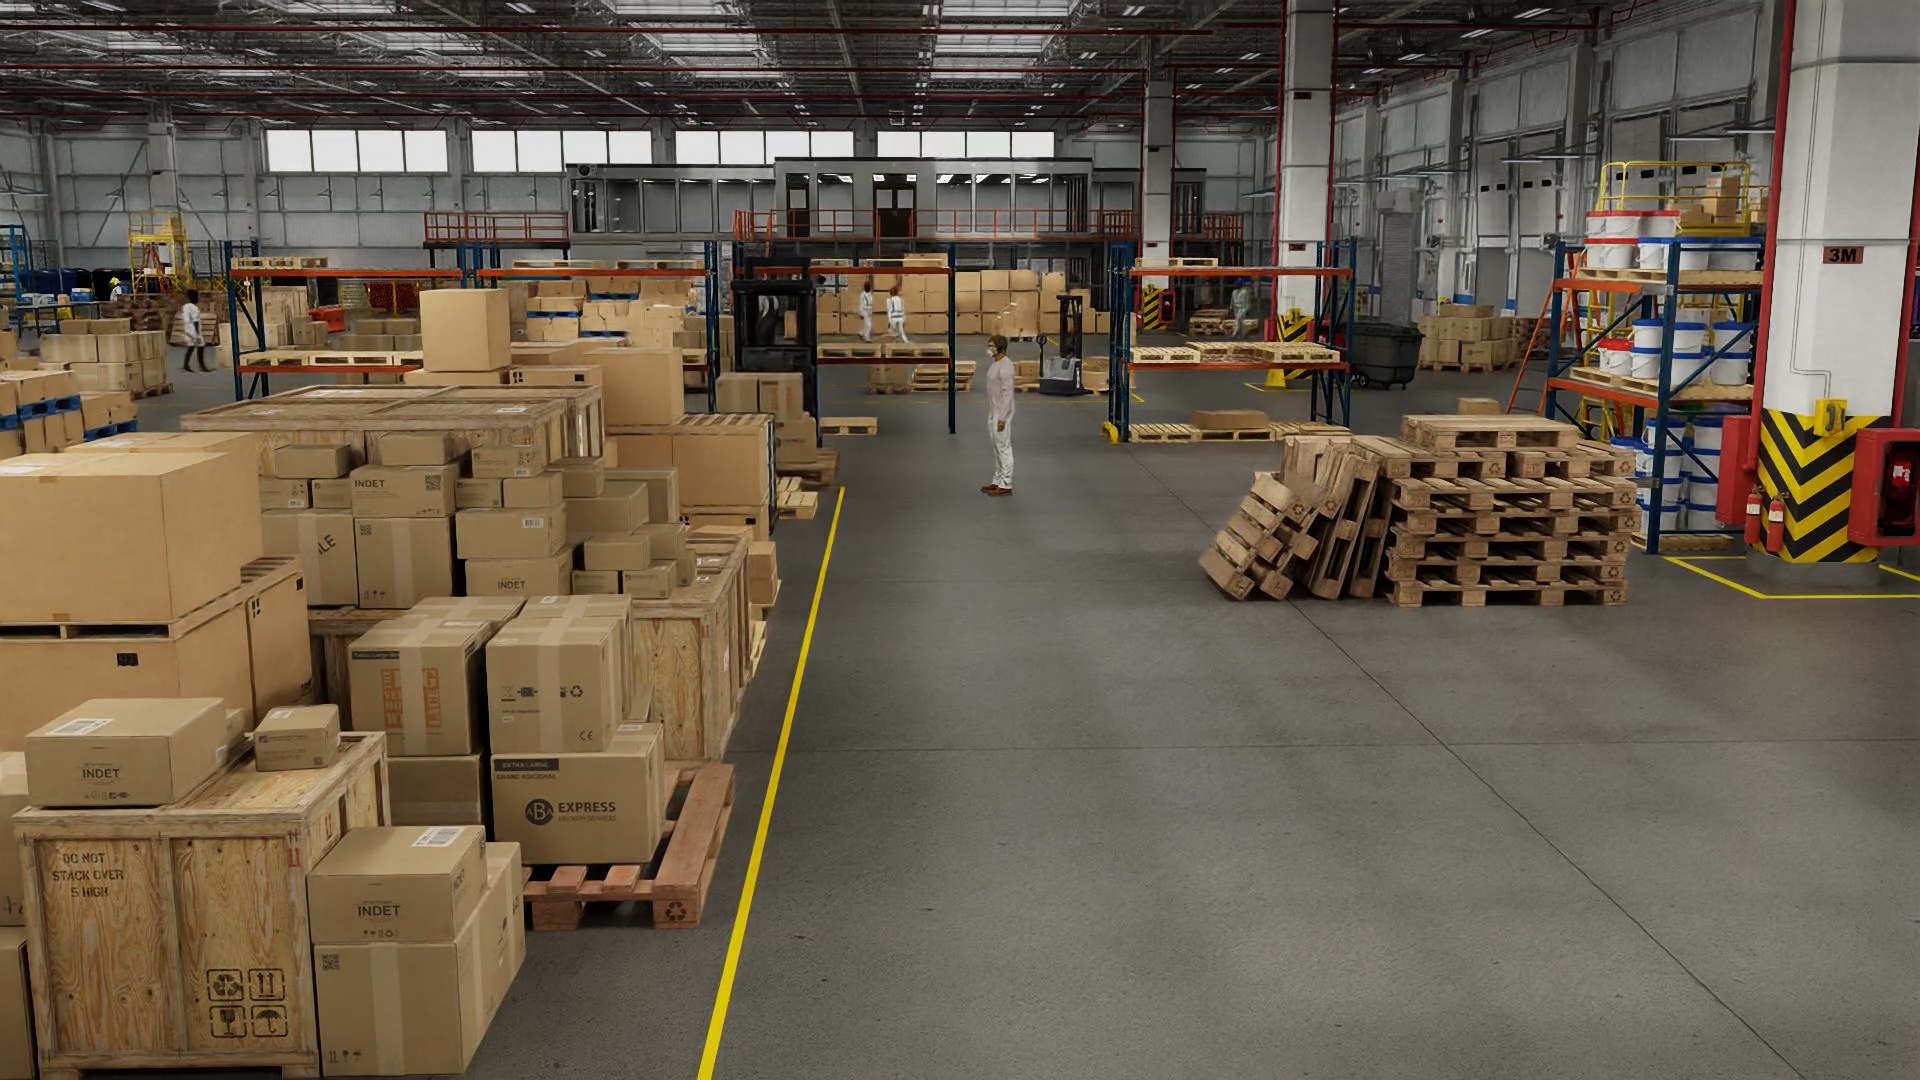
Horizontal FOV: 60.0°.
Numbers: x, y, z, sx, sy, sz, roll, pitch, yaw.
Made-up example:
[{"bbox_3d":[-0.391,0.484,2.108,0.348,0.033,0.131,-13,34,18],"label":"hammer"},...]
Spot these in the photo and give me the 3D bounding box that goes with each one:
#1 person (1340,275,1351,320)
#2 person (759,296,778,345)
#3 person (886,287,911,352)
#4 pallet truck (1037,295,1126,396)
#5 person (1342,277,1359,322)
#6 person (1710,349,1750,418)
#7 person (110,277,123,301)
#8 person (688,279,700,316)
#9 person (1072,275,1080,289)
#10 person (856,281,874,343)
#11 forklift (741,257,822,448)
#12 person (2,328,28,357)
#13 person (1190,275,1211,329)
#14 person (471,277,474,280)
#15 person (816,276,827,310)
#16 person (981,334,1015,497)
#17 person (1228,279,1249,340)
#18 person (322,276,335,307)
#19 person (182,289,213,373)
[{"bbox_3d":[15.219,-9.517,65.052,0.709,1.777,0.966,2,10,13],"label":"person"},{"bbox_3d":[-4.829,-5.324,40.980,0.536,2.000,0.676,7,12,35],"label":"person"},{"bbox_3d":[-1.664,-5.897,44.749,0.600,1.846,0.886,-7,12,-35],"label":"person"},{"bbox_3d":[2.483,-3.881,33.060,1.885,1.965,0.823,-7,13,-36],"label":"pallet truck"},{"bbox_3d":[13.567,-8.185,57.567,0.528,1.816,1.002,-6,12,-29],"label":"person"},{"bbox_3d":[9.598,-1.615,20.772,0.598,1.886,0.966,-7,13,-35],"label":"person"},{"bbox_3d":[-28.323,-7.895,55.879,0.404,1.833,0.589,-7,12,-34],"label":"person"},{"bbox_3d":[-8.296,-7.078,51.176,0.563,1.879,1.005,-4,11,-19],"label":"person"},{"bbox_3d":[4.224,-8.843,61.199,0.787,1.827,0.520,-3,11,-18],"label":"person"},{"bbox_3d":[-2.800,-6.710,49.176,0.537,1.867,0.596,5,11,24],"label":"person"},{"bbox_3d":[-2.497,-2.496,22.887,1.129,2.768,1.873,0,10,-2],"label":"forklift"},{"bbox_3d":[-12.889,-1.943,22.639,0.335,1.865,0.519,8,13,38],"label":"person"},{"bbox_3d":[8.472,-8.239,57.504,1.018,1.944,0.640,0,10,-3],"label":"person"},{"bbox_3d":[-15.212,-7.278,52.207,0.568,1.913,0.604,3,11,16],"label":"person"},{"bbox_3d":[-4.816,-8.032,56.535,0.651,1.873,0.451,5,12,28],"label":"person"},{"bbox_3d":[0.469,-1.491,19.913,0.370,1.939,0.631,-2,10,-11],"label":"person"},{"bbox_3d":[8.669,-7.127,51.435,1.000,1.904,0.607,-7,12,-32],"label":"person"},{"bbox_3d":[-26.411,-10.258,69.472,0.851,1.681,0.527,6,12,29],"label":"person"},{"bbox_3d":[-17.719,-4.818,38.438,0.648,1.972,0.513,8,13,37],"label":"person"}]
